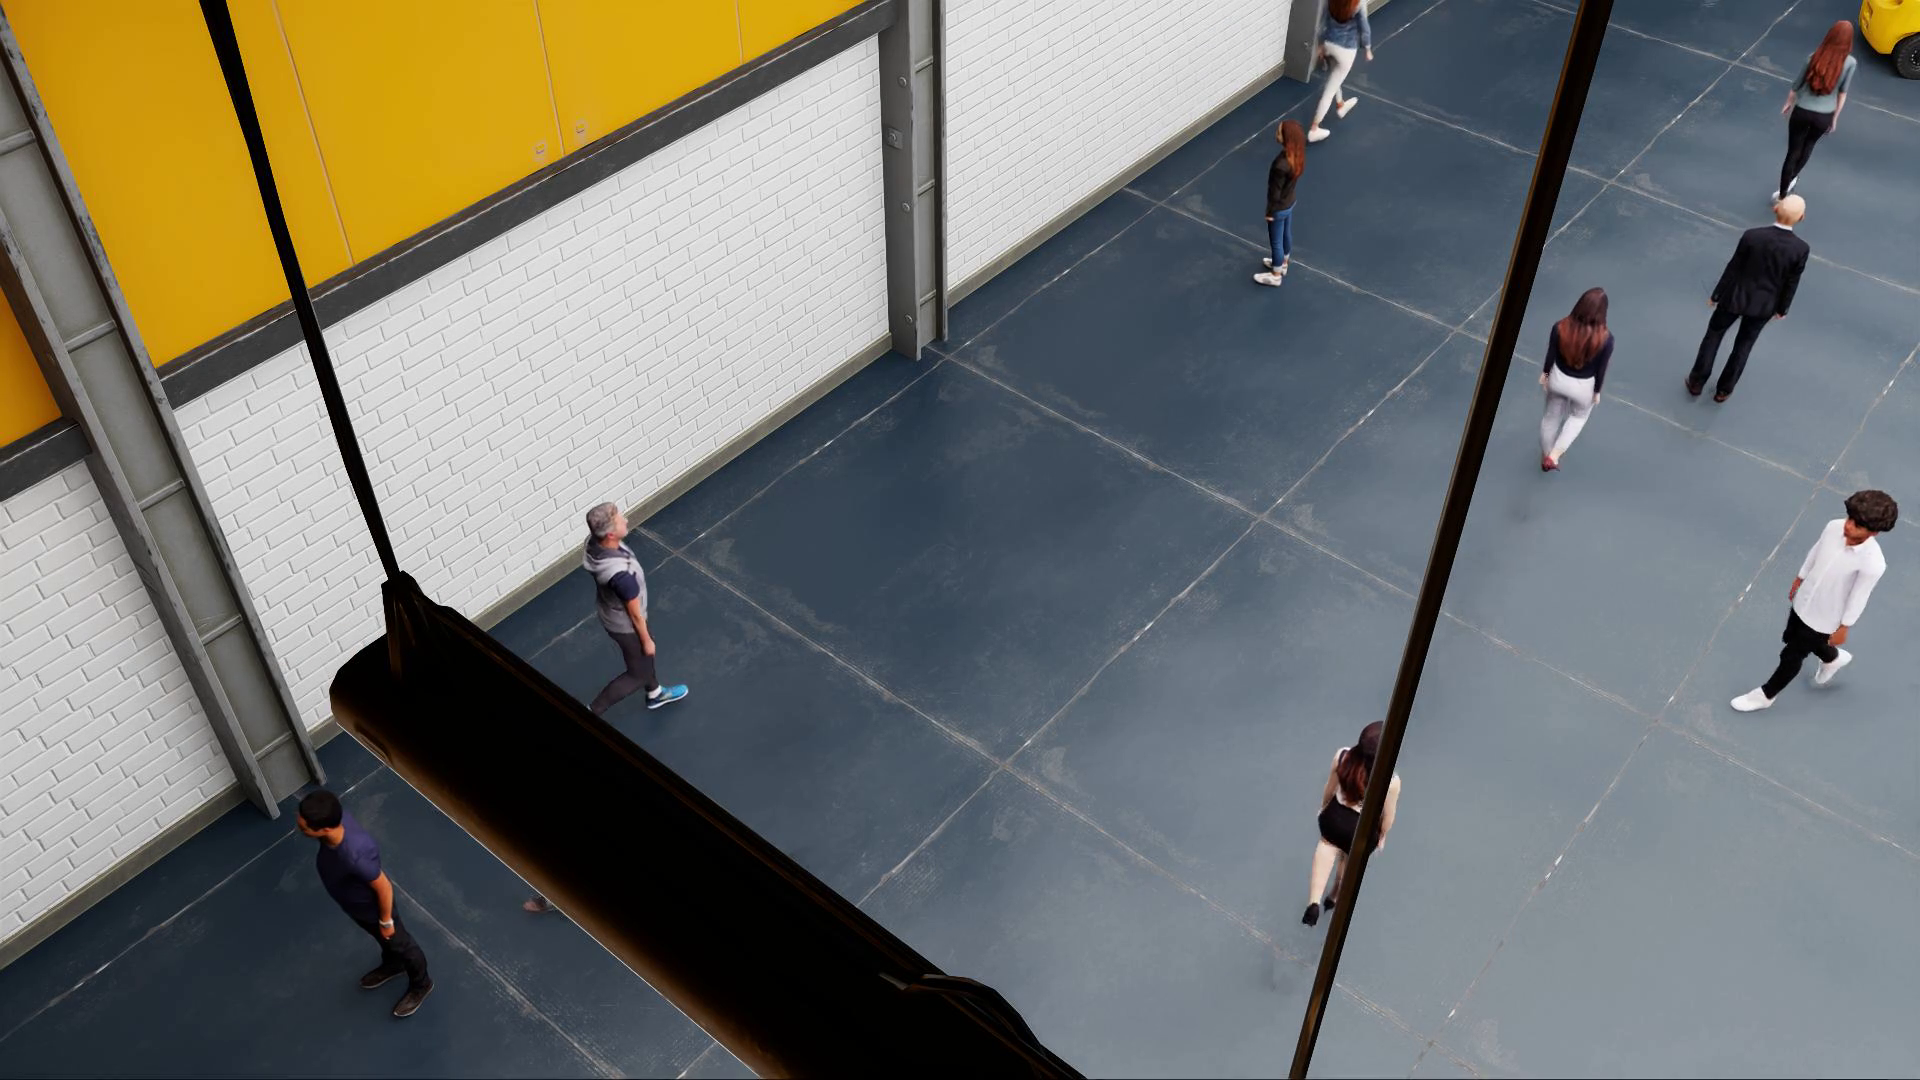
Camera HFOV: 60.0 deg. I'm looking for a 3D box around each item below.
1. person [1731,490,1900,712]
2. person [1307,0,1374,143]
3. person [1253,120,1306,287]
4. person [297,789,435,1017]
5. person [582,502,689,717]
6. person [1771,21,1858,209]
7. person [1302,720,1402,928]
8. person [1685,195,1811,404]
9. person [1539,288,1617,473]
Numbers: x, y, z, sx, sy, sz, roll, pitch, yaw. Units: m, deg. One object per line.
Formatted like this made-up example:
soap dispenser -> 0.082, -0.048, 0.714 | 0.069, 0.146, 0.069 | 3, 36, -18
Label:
person -> 5.404, 0.381, 10.277 | 1.130, 1.791, 1.018 | -8, 44, -9
person -> 3.469, -4.501, 15.495 | 1.094, 1.661, 0.763 | -28, 50, -26
person -> 2.695, -2.820, 13.863 | 0.654, 1.479, 0.500 | 19, 47, 19
person -> -3.106, 1.866, 8.719 | 0.632, 1.790, 0.513 | 31, 52, 29
person -> -2.114, 0.524, 10.113 | 1.149, 1.810, 0.947 | -20, 47, -20
person -> 7.456, -3.663, 14.570 | 0.751, 1.725, 0.877 | 15, 46, 15
person -> 2.114, 1.605, 9.104 | 0.626, 1.638, 0.776 | 23, 48, 22
person -> 5.951, -1.796, 12.558 | 0.781, 1.798, 0.708 | 16, 46, 16
person -> 4.383, -1.089, 11.958 | 0.661, 1.601, 0.673 | 23, 48, 23
